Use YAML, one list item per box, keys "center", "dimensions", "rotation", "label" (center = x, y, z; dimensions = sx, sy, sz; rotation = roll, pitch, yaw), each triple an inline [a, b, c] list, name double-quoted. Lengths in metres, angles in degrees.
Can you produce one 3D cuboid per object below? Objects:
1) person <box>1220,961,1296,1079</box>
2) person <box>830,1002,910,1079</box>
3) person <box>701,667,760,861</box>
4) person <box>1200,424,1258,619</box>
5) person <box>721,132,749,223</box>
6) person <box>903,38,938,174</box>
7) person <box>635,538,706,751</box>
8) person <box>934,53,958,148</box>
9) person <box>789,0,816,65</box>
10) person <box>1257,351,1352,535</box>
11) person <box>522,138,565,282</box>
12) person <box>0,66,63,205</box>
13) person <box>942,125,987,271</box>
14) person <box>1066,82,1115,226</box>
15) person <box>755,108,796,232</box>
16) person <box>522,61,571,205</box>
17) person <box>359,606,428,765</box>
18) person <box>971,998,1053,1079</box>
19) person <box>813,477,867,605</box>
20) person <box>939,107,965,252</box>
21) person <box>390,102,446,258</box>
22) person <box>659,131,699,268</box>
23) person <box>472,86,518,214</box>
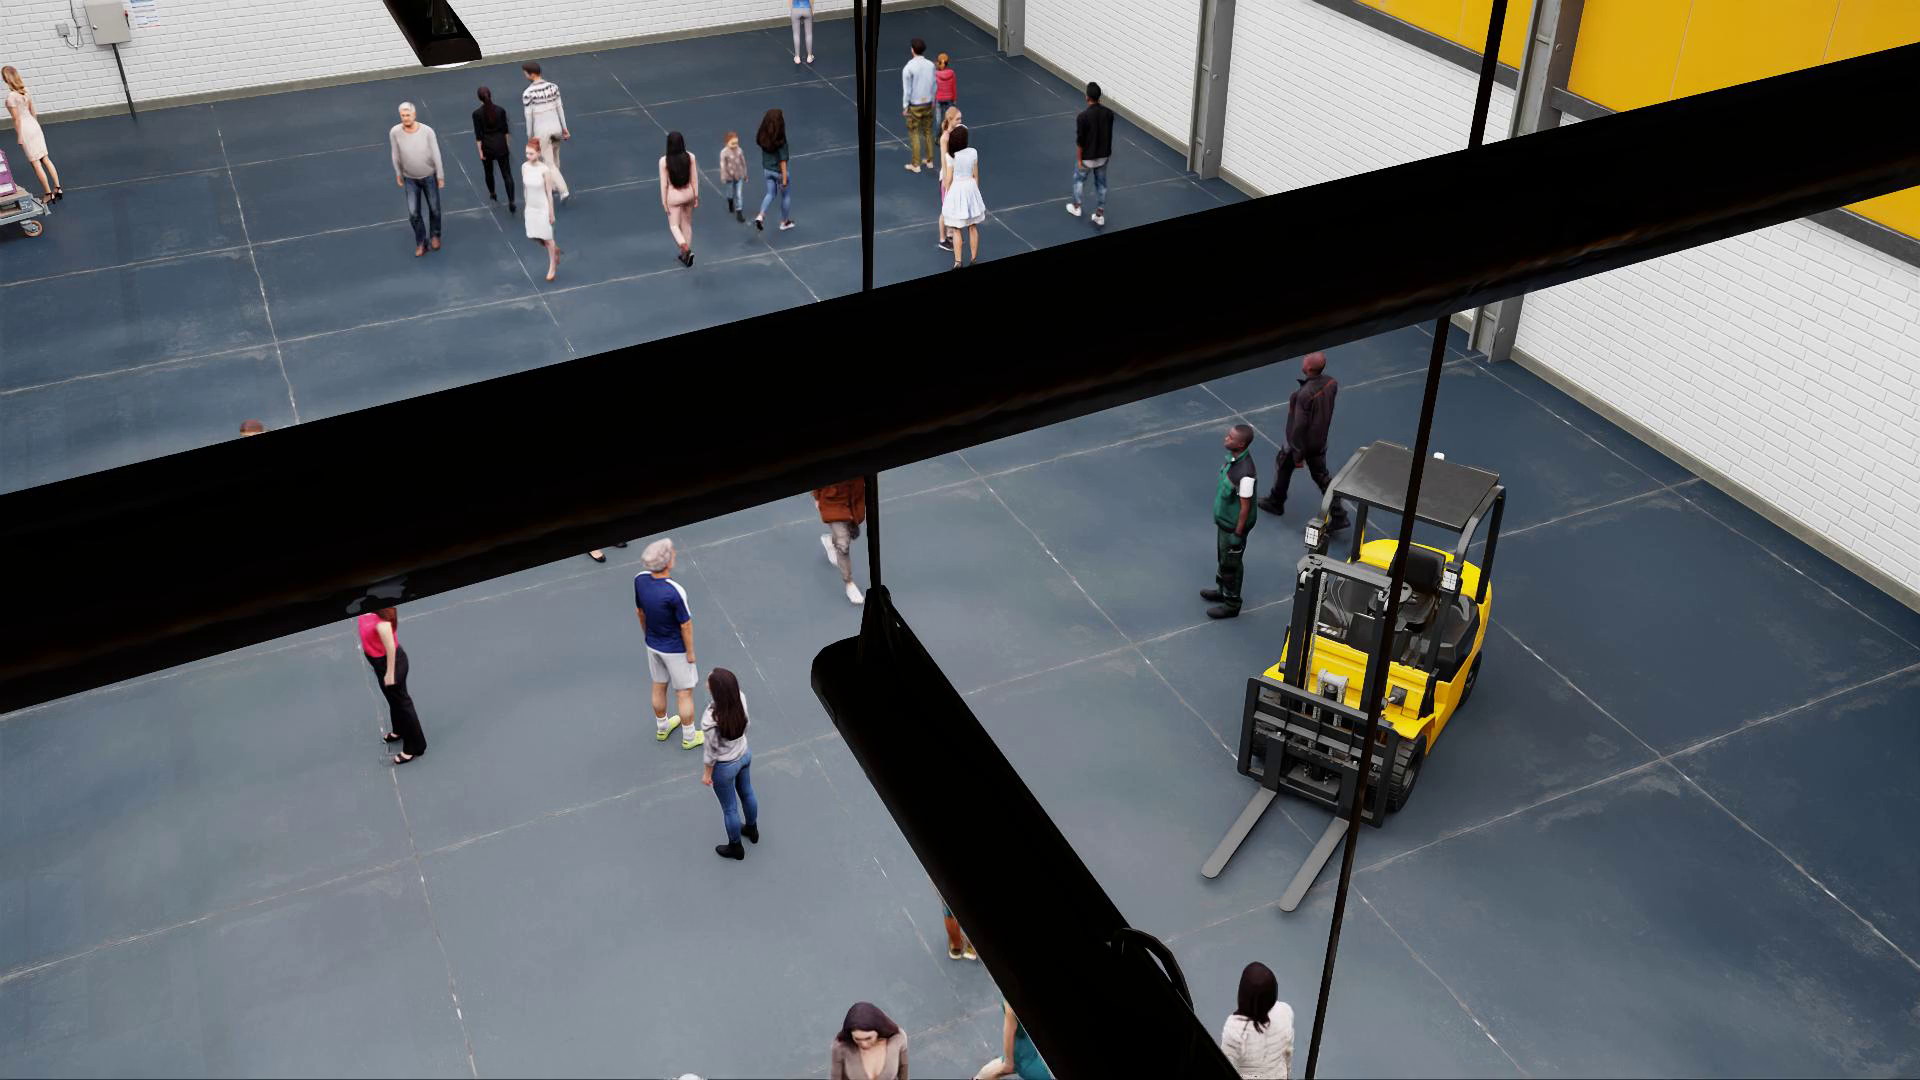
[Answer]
- center: [1.679, 3.082, 9.340]
  dimensions: [0.620, 1.621, 0.767]
  rotation: [-14, 36, -20]
  label: "person"
- center: [-0.512, 3.081, 9.247]
  dimensions: [0.673, 1.726, 0.708]
  rotation: [-5, 34, -7]
  label: "person"
- center: [-1.601, 1.547, 11.637]
  dimensions: [0.698, 1.636, 0.679]
  rotation: [18, 38, 25]
  label: "person"
- center: [2.312, -0.171, 14.036]
  dimensions: [0.829, 1.840, 0.683]
  rotation: [-2, 34, -3]
  label: "person"
- center: [-2.924, -4.708, 21.458]
  dimensions: [0.529, 1.179, 0.708]
  rotation: [-11, 35, -16]
  label: "person"
- center: [-0.557, -5.952, 22.760]
  dimensions: [0.717, 1.810, 0.625]
  rotation: [-21, 39, -29]
  label: "person"
- center: [-2.209, 0.782, 12.603]
  dimensions: [0.672, 1.838, 0.776]
  rotation: [19, 38, 26]
  label: "person"
- center: [-0.224, -6.260, 23.672]
  dimensions: [0.569, 1.314, 0.571]
  rotation: [-5, 34, -8]
  label: "person"
- center: [-2.551, -8.502, 26.778]
  dimensions: [0.624, 1.610, 0.629]
  rotation: [-4, 34, -7]
  label: "person"
- center: [3.248, -0.872, 15.124]
  dimensions: [0.891, 1.803, 1.306]
  rotation: [-24, 40, -31]
  label: "person"
- center: [-4.910, -3.934, 19.750]
  dimensions: [0.799, 1.781, 0.852]
  rotation: [16, 37, 22]
  label: "person"
- center: [-12.165, -5.300, 21.762]
  dimensions: [0.714, 1.829, 0.624]
  rotation: [6, 34, 9]
  label: "person"
- center: [0.034, -4.081, 19.942]
  dimensions: [0.739, 1.814, 0.759]
  rotation: [-9, 35, -13]
  label: "person"
- center: [1.751, -4.875, 21.164]
  dimensions: [0.732, 1.785, 0.898]
  rotation: [-11, 35, -16]
  label: "person"
- center: [-2.371, -4.614, 20.938]
  dimensions: [0.933, 1.599, 0.911]
  rotation: [21, 39, 28]
  label: "person"
- center: [-5.374, -5.327, 21.791]
  dimensions: [0.956, 1.842, 1.249]
  rotation: [-26, 41, -33]
  label: "person"
- center: [-4.311, 0.939, 12.528]
  dimensions: [0.641, 1.660, 0.457]
  rotation: [-16, 37, -22]
  label: "person"
- center: [0.304, 2.887, 9.609]
  dimensions: [1.058, 1.649, 0.978]
  rotation: [13, 36, 18]
  label: "person"
- center: [-1.041, -0.377, 14.373]
  dimensions: [0.800, 1.810, 1.132]
  rotation: [-19, 38, -26]
  label: "person"
- center: [-0.114, -4.486, 20.577]
  dimensions: [0.717, 1.786, 0.690]
  rotation: [17, 37, 23]
  label: "person"
- center: [-6.648, -4.513, 20.520]
  dimensions: [0.900, 1.894, 1.005]
  rotation: [-5, 34, -7]
  label: "person"
- center: [-3.334, -4.055, 19.999]
  dimensions: [0.623, 1.708, 0.904]
  rotation: [-16, 37, -22]
  label: "person"
- center: [-5.980, -4.986, 21.487]
  dimensions: [0.581, 1.611, 1.064]
  rotation: [-15, 36, -21]
  label: "person"
